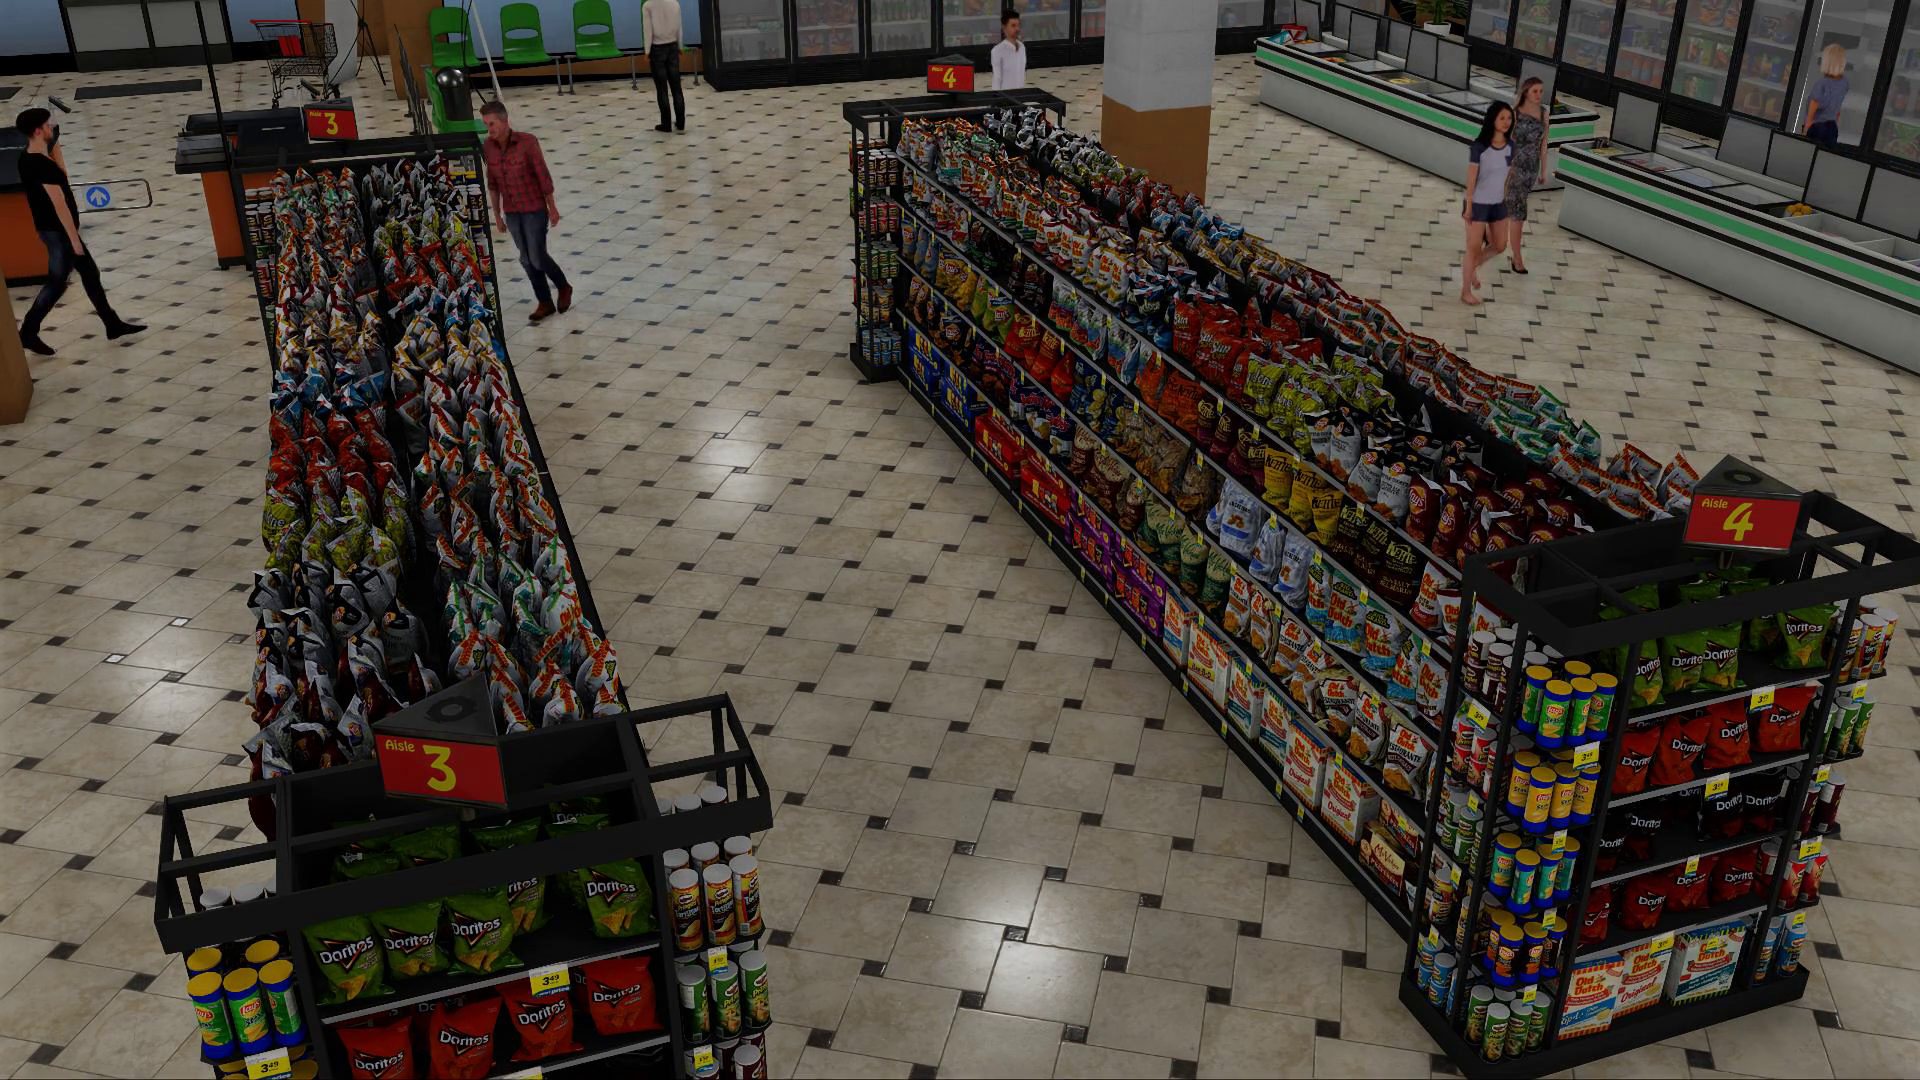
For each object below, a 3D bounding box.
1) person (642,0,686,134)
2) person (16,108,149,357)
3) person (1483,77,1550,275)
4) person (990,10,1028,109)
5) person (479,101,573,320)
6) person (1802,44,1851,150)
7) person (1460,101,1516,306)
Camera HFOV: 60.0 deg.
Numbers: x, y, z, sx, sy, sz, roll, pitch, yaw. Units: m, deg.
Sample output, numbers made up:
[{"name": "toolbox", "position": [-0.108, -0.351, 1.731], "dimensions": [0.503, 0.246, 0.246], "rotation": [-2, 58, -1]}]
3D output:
[{"name": "person", "position": [-3.480, -5.735, 19.562], "dimensions": [0.716, 1.809, 0.635], "rotation": [-18, 32, -31]}, {"name": "person", "position": [-7.016, -2.321, 12.770], "dimensions": [1.029, 1.864, 1.254], "rotation": [-21, 34, -35]}, {"name": "person", "position": [4.967, -3.286, 14.892], "dimensions": [0.645, 1.665, 1.142], "rotation": [-7, 28, -14]}, {"name": "person", "position": [0.437, -4.485, 17.050], "dimensions": [0.738, 1.851, 0.775], "rotation": [-21, 34, -35]}, {"name": "person", "position": [-3.513, -2.711, 13.610], "dimensions": [0.910, 1.799, 0.965], "rotation": [6, 28, 12]}, {"name": "person", "position": [8.331, -3.858, 15.975], "dimensions": [0.611, 1.705, 0.918], "rotation": [-11, 29, -20]}, {"name": "person", "position": [4.374, -2.847, 13.994], "dimensions": [0.597, 1.695, 0.643], "rotation": [-9, 28, -16]}]
